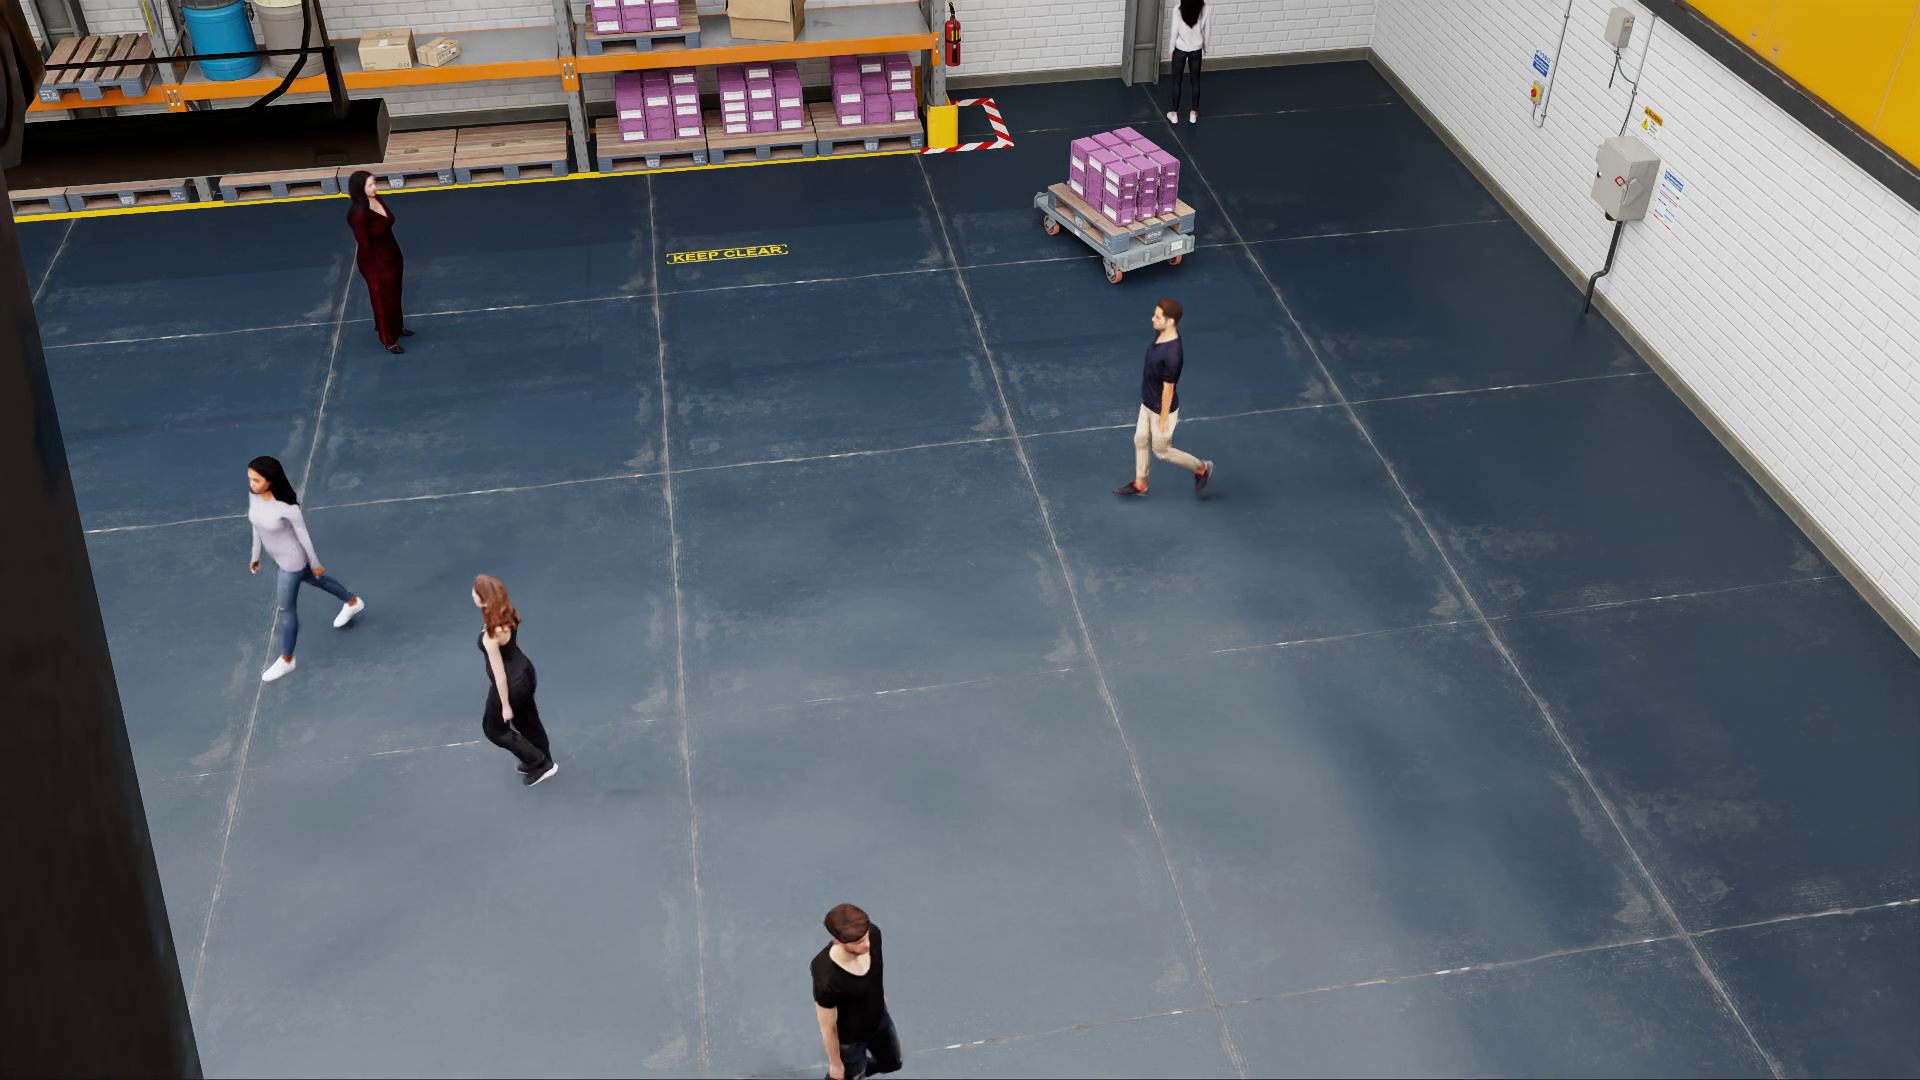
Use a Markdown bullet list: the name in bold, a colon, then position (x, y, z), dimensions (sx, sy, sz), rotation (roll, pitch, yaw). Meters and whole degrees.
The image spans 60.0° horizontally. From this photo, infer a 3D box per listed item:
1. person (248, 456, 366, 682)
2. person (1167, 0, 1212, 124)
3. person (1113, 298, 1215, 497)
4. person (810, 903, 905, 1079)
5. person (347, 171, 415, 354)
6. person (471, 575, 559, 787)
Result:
- **person**: position (-4.694, 0.086, 11.855), dimensions (1.121, 1.684, 1.222), rotation (26, 45, 29)
- **person**: position (2.598, -5.591, 18.950), dimensions (0.511, 1.701, 0.695), rotation (-3, 39, -4)
- **person**: position (1.673, -1.070, 13.183), dimensions (1.007, 1.833, 0.648), rotation (-5, 39, -6)
- **person**: position (-0.618, 2.483, 8.693), dimensions (0.918, 1.885, 0.858), rotation (23, 44, 26)
- **person**: position (-5.278, -2.538, 15.083), dimensions (0.664, 1.756, 0.707), rotation (1, 39, 2)
- **person**: position (-2.816, 0.926, 10.763), dimensions (0.740, 1.735, 0.677), rotation (2, 39, 3)
